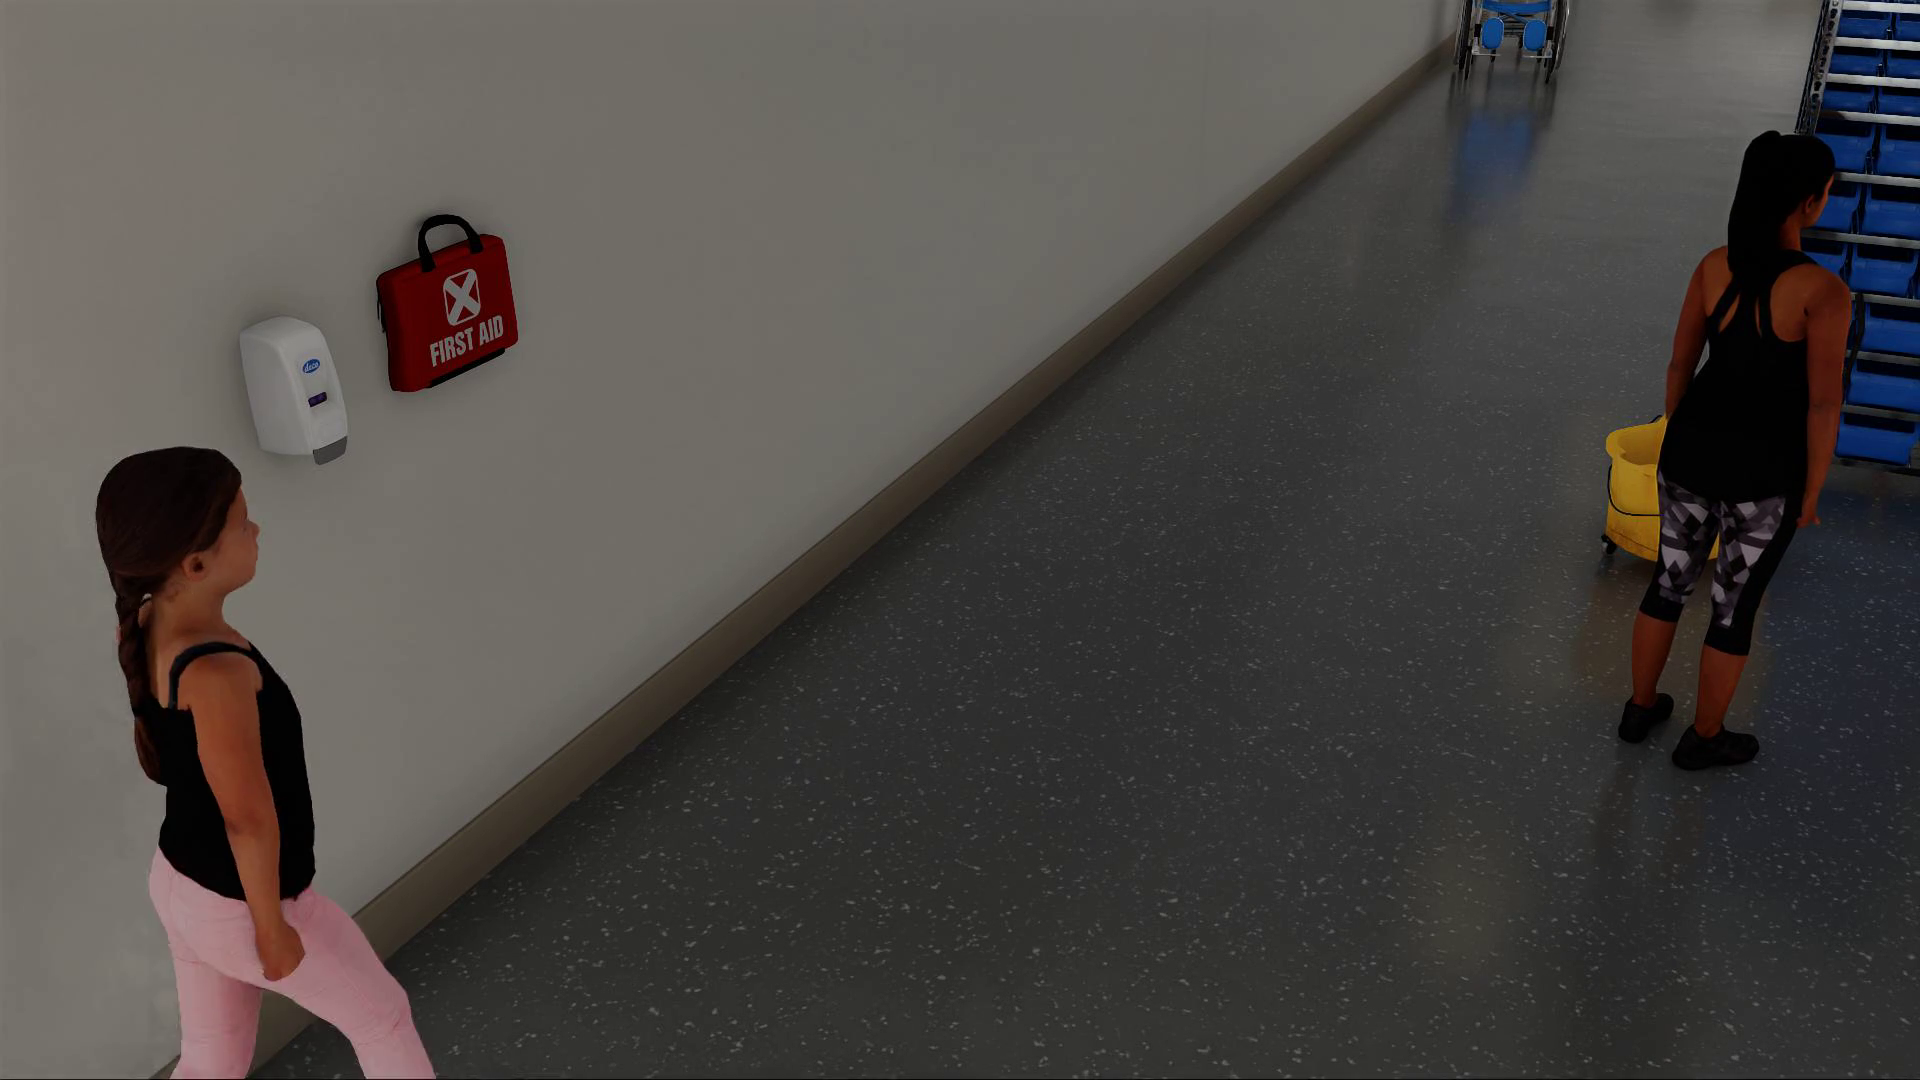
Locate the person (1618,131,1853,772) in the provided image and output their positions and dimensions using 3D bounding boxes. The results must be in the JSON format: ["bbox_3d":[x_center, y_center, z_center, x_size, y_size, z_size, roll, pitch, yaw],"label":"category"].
[{"bbox_3d":[1.936,-0.200,4.163,0.718,1.661,0.606,-17,30,-31],"label":"person"}]

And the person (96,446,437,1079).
[{"bbox_3d":[-1.203,0.604,2.646,1.017,1.530,0.766,20,32,36],"label":"person"}]
